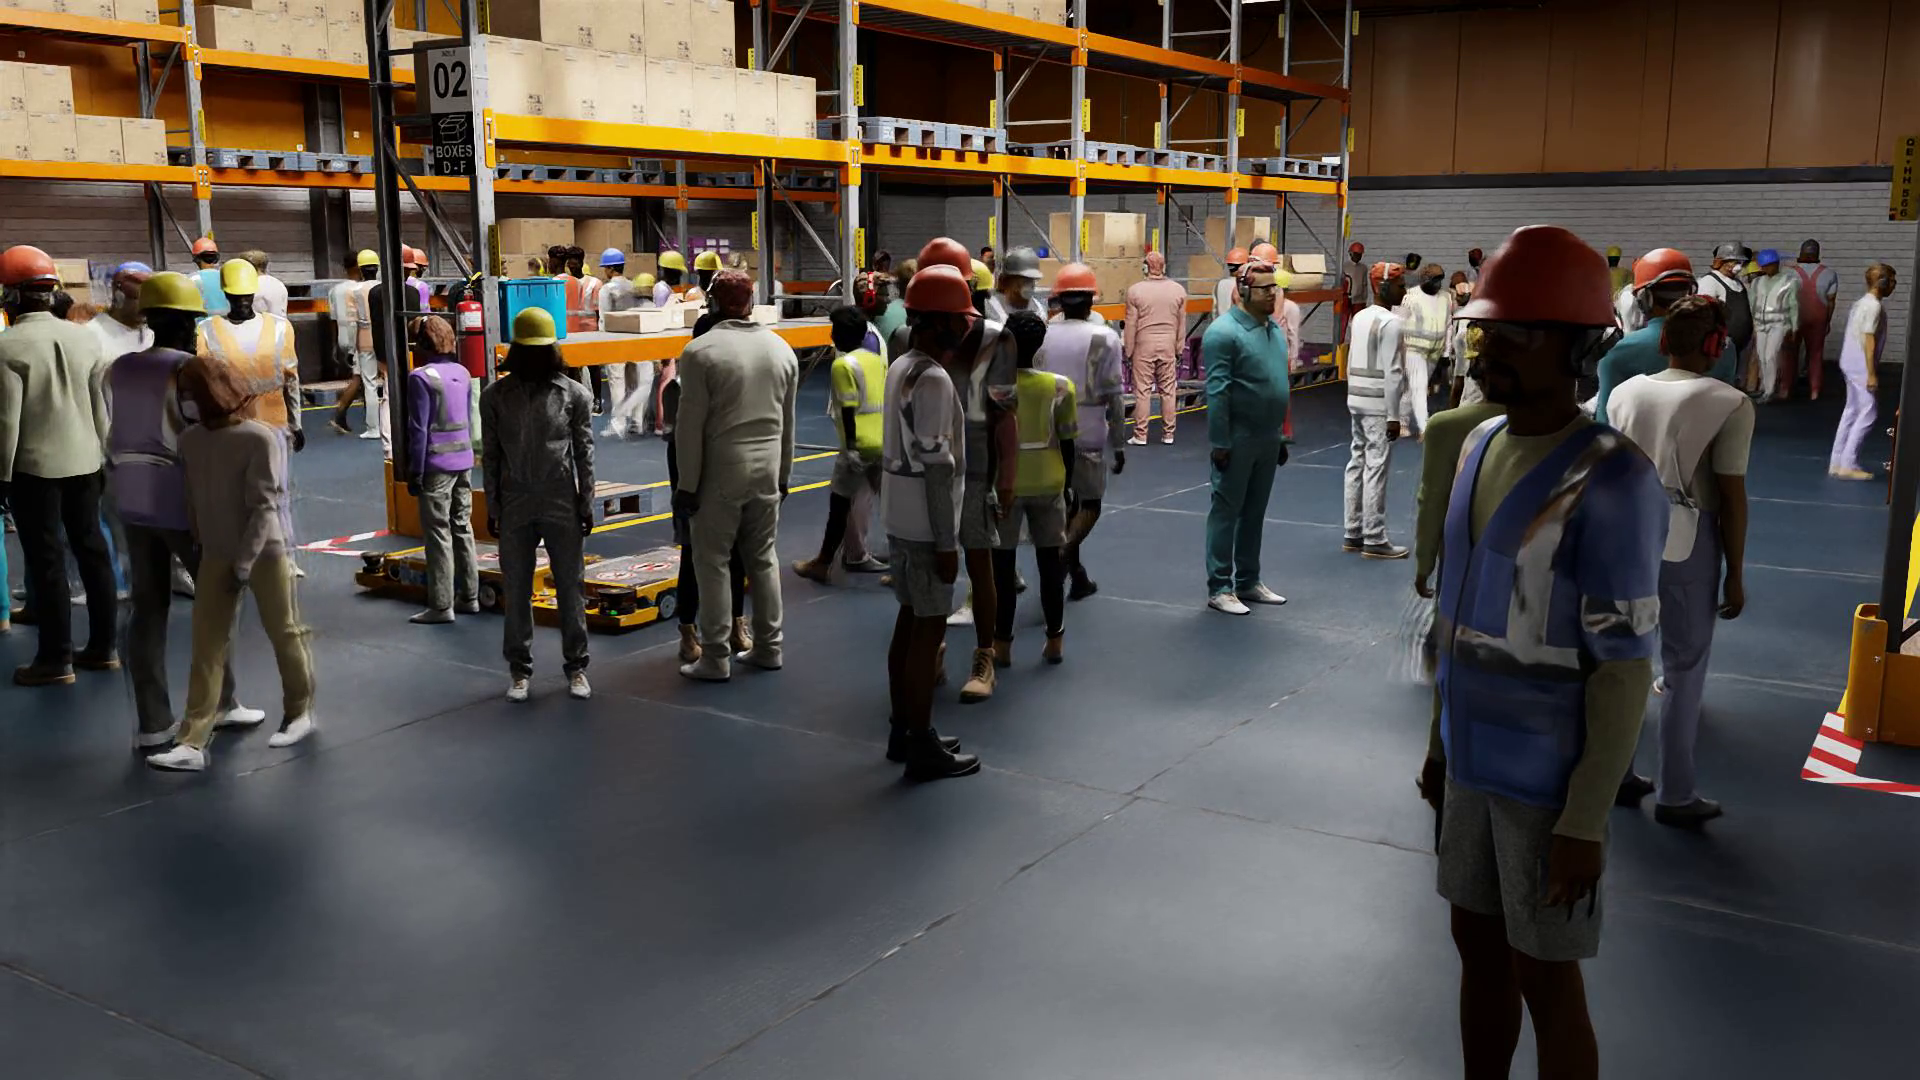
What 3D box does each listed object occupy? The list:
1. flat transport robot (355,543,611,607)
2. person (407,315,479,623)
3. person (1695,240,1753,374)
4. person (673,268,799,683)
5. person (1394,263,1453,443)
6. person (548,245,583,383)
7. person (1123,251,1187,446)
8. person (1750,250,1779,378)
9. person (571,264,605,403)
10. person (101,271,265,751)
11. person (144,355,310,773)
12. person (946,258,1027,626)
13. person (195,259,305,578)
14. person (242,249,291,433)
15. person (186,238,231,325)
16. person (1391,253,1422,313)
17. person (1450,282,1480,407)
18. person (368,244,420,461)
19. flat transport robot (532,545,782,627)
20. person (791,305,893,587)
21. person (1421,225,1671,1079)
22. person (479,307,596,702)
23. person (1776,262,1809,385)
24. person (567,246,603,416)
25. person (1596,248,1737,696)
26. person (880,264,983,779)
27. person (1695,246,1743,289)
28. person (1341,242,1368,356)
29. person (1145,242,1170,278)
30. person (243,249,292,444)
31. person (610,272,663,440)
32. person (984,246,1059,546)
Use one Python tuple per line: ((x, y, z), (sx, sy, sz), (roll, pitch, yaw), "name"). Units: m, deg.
((-2.715, 0.180, 9.536), (1.431, 0.197, 0.652), (6, 12, 29), "flat transport robot")
((-2.751, -0.375, 8.851), (0.319, 1.631, 0.524), (3, 11, 14), "person")
((7.719, -2.017, 16.809), (0.687, 2.000, 0.535), (-8, 13, -36), "person")
((-1.047, -0.300, 7.712), (0.400, 1.894, 0.653), (10, 14, 43), "person")
((4.635, -1.892, 16.819), (0.628, 1.799, 0.928), (-4, 11, -23), "person")
((-4.499, -2.340, 18.815), (0.367, 1.962, 0.607), (3, 11, 19), "person")
((1.904, -1.877, 16.391), (0.643, 1.913, 0.410), (-3, 11, -14), "person")
((11.801, -3.301, 24.379), (0.520, 1.876, 0.662), (3, 11, 15), "person")
((-4.687, -2.564, 20.684), (0.483, 1.735, 0.311), (6, 12, 30), "person")
((-3.173, -0.121, 6.711), (0.598, 1.890, 0.635), (3, 11, 16), "person")
((-2.817, 0.091, 6.376), (0.493, 1.576, 0.857), (3, 11, 15), "person")
((0.149, -0.513, 8.797), (0.543, 1.928, 0.730), (-2, 10, -12), "person")
((-4.206, -0.701, 9.870), (0.593, 1.915, 0.391), (-8, 13, -36), "person")
((-7.200, -2.022, 17.160), (0.623, 1.932, 0.367), (2, 10, 13), "person")
((-8.096, -2.230, 17.980), (0.387, 2.041, 0.615), (7, 12, 34), "person")
((7.086, -3.668, 26.587), (0.722, 1.816, 0.605), (-6, 12, -30), "person")
((4.809, -1.626, 15.792), (0.314, 1.632, 0.524), (6, 12, 30), "person")
((-4.951, -1.618, 14.749), (0.388, 1.987, 0.608), (4, 11, 20), "person")
((-1.676, 0.226, 9.281), (0.652, 0.197, 1.431), (6, 12, 29), "flat transport robot")
((-0.600, -0.536, 9.708), (0.816, 1.636, 0.547), (6, 12, 31), "person")
((1.078, 0.427, 3.245), (0.367, 2.048, 0.607), (-2, 11, -13), "person")
((-1.841, -0.147, 7.298), (0.486, 1.738, 0.320), (-2, 10, -10), "person")
((11.763, -3.082, 23.318), (0.588, 1.822, 0.403), (3, 11, 16), "person")
((-4.370, -2.392, 19.129), (0.603, 1.957, 0.385), (2, 10, 11), "person")
((2.992, -0.250, 7.167), (0.610, 1.986, 0.392), (-1, 10, -5), "person")
((-0.103, -0.064, 6.292), (0.387, 1.931, 0.543), (-3, 11, -16), "person")
((9.525, -2.718, 20.940), (0.598, 1.958, 0.376), (0, 10, -1), "person")
((6.762, -4.116, 28.599), (0.613, 1.986, 0.407), (-4, 11, -23), "person")
((3.199, -3.893, 27.309), (0.606, 2.002, 0.924), (8, 13, 36), "person")
((-6.786, -1.869, 16.270), (0.354, 1.937, 0.637), (-1, 10, -4), "person")
((-3.303, -1.887, 17.048), (0.508, 1.700, 0.829), (6, 12, 32), "person")
((0.334, -0.955, 10.921), (0.695, 2.000, 0.969), (-7, 12, -34), "person")
